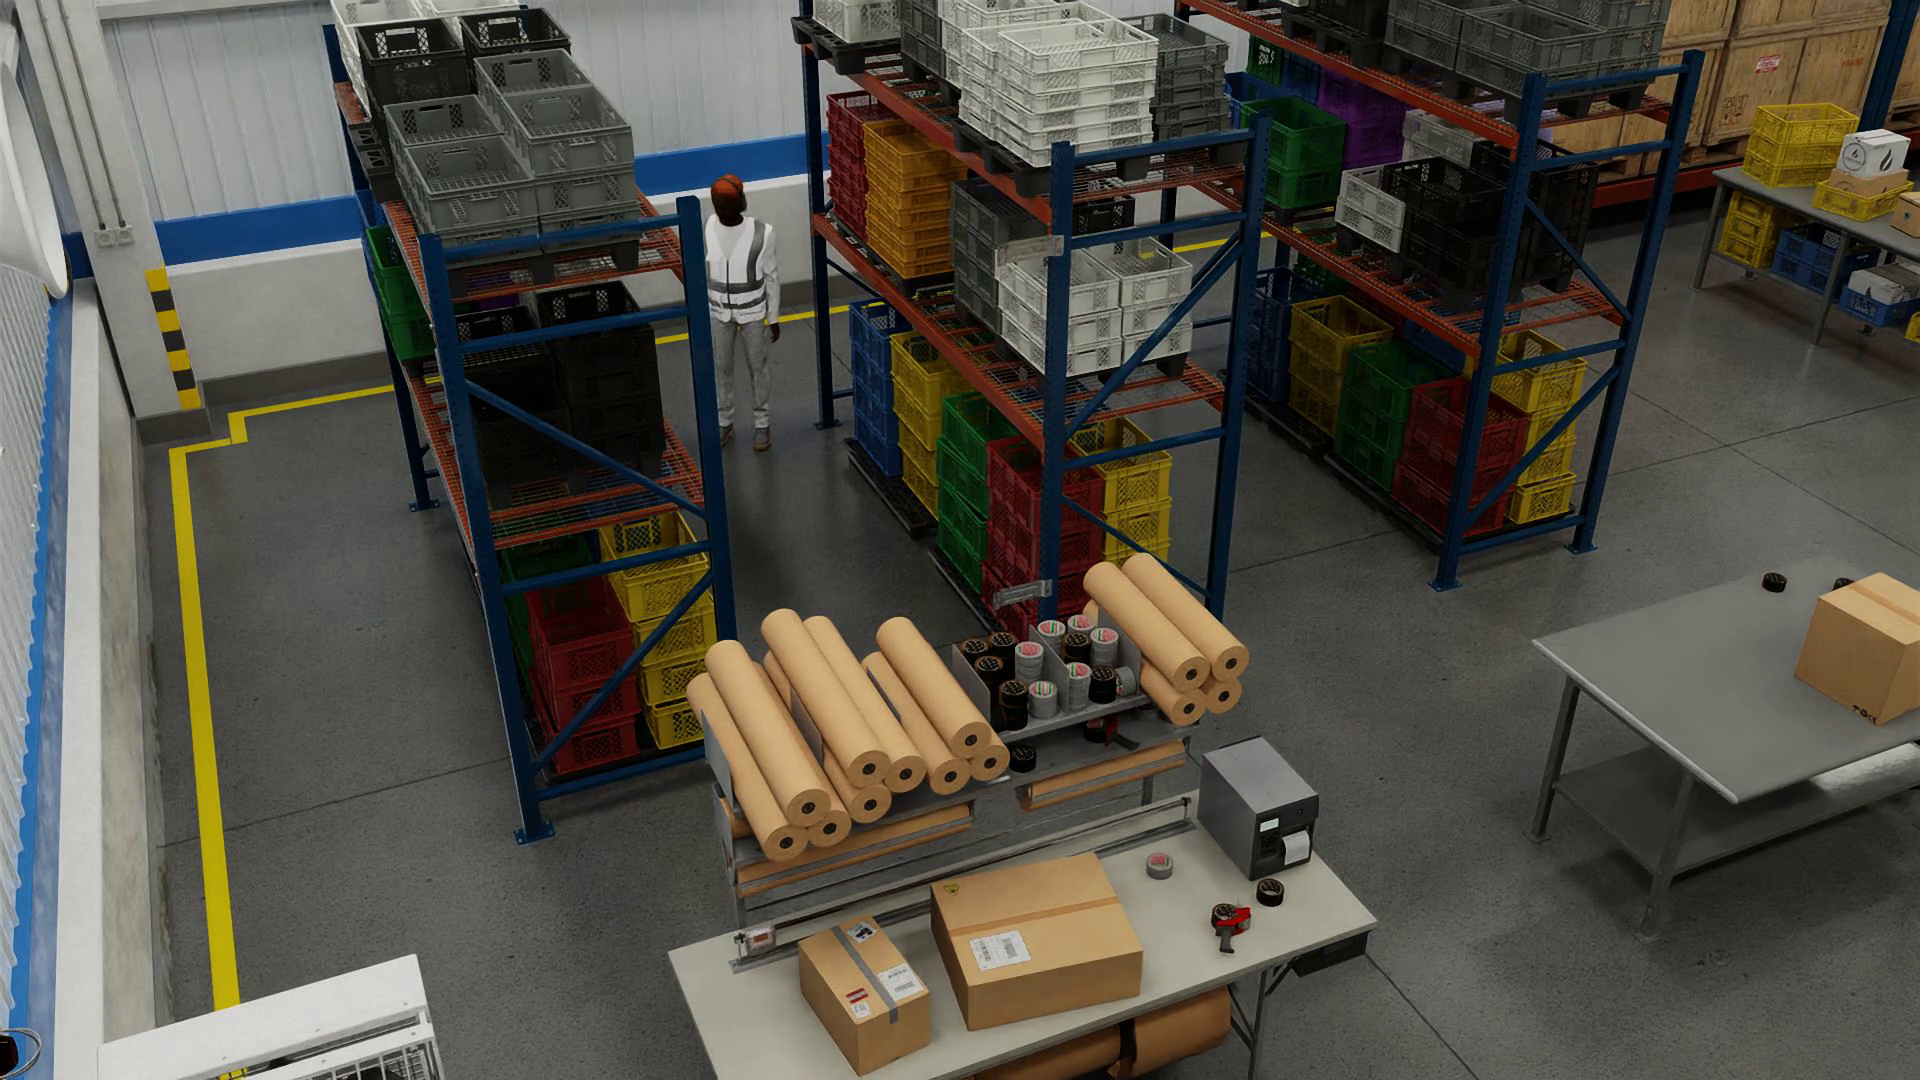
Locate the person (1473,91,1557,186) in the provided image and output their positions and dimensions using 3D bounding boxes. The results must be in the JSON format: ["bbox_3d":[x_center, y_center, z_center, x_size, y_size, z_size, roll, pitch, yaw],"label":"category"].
[{"bbox_3d":[4.253,-2.843,12.990,0.627,1.934,0.370,13,34,20],"label":"person"}]

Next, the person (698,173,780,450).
[{"bbox_3d":[-1.450,-1.472,10.809,0.573,1.883,0.357,4,32,7],"label":"person"}]
